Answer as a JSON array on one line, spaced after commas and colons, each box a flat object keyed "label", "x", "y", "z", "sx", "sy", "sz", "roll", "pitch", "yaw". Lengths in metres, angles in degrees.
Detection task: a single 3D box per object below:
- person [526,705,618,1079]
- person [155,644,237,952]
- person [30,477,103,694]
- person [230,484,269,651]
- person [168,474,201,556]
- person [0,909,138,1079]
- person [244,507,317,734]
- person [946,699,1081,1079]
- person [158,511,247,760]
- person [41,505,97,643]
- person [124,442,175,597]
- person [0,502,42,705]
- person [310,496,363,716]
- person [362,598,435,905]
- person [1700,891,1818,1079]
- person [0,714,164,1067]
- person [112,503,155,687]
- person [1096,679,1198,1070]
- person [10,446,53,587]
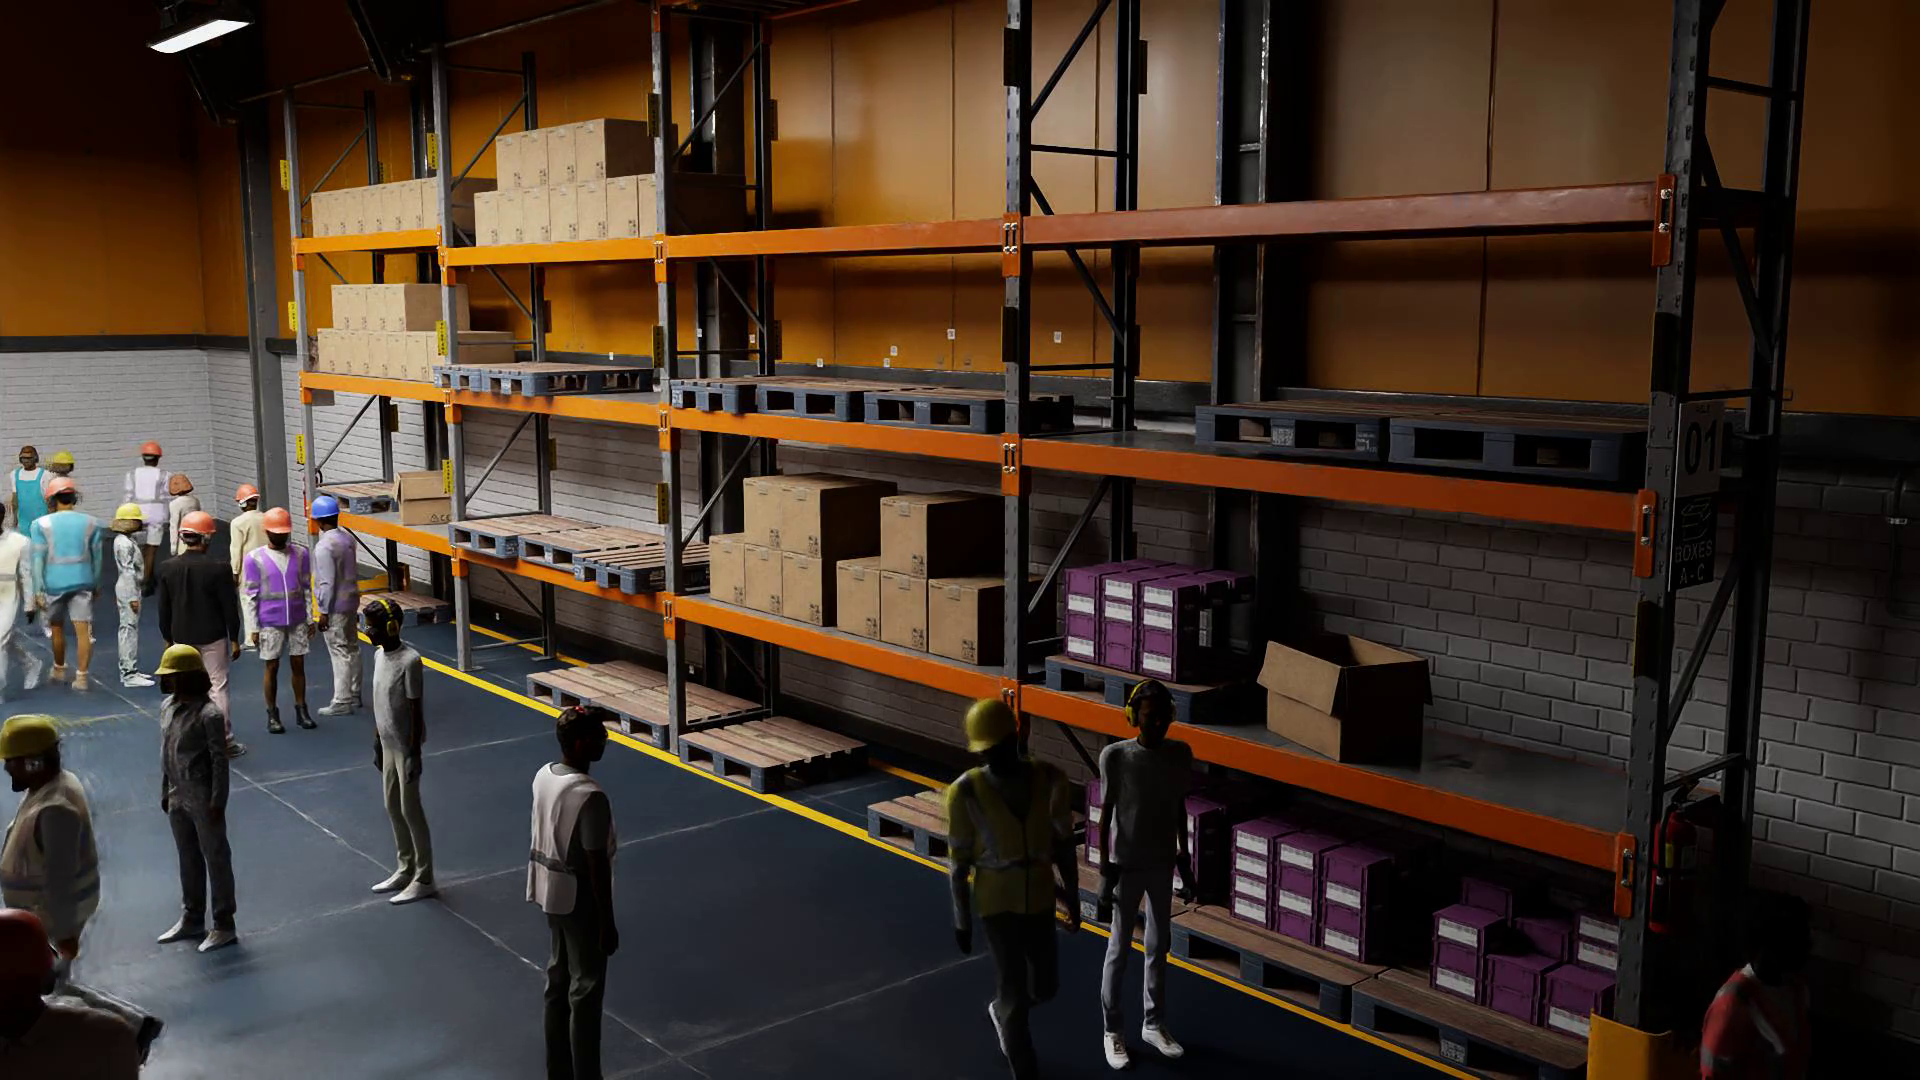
[{"label": "person", "x": -1.742, "y": 1.655, "z": 7.516, "sx": 0.381, "sy": 1.844, "sz": 0.566, "roll": -7, "pitch": 11, "yaw": -39}, {"label": "person", "x": -4.324, "y": 1.440, "z": 9.361, "sx": 0.483, "sy": 1.745, "sz": 0.306, "roll": 4, "pitch": 9, "yaw": 28}, {"label": "person", "x": -8.388, "y": 0.406, "z": 15.617, "sx": 0.618, "sy": 2.001, "sz": 0.887, "roll": -6, "pitch": 10, "yaw": -38}, {"label": "person", "x": -7.408, "y": 0.285, "z": 17.410, "sx": 0.360, "sy": 1.741, "sz": 0.571, "roll": 3, "pitch": 9, "yaw": 23}, {"label": "person", "x": -9.083, "y": 0.040, "z": 19.519, "sx": 0.287, "sy": 1.628, "sz": 0.503, "roll": 1, "pitch": 8, "yaw": 10}, {"label": "person", "x": -2.627, "y": 1.990, "z": 4.715, "sx": 0.618, "sy": 1.986, "sz": 0.408, "roll": -4, "pitch": 9, "yaw": -23}, {"label": "person", "x": -5.729, "y": 0.677, "z": 14.061, "sx": 0.548, "sy": 1.925, "sz": 0.392, "roll": -7, "pitch": 11, "yaw": -42}, {"label": "person", "x": 0.248, "y": 1.632, "z": 7.546, "sx": 0.617, "sy": 1.879, "sz": 0.663, "roll": -3, "pitch": 9, "yaw": -22}, {"label": "person", "x": -6.013, "y": 0.764, "z": 13.203, "sx": 0.623, "sy": 1.989, "sz": 0.400, "roll": 0, "pitch": 8, "yaw": 2}, {"label": "person", "x": -9.632, "y": 0.289, "z": 17.845, "sx": 0.835, "sy": 1.605, "sz": 0.505, "roll": 7, "pitch": 11, "yaw": 39}, {"label": "person", "x": -10.076, "y": -0.274, "z": 20.778, "sx": 0.561, "sy": 1.884, "sz": 0.979, "roll": -1, "pitch": 8, "yaw": -3}, {"label": "person", "x": -8.711, "y": 0.544, "z": 15.146, "sx": 0.613, "sy": 1.879, "sz": 0.926, "roll": 1, "pitch": 8, "yaw": 5}, {"label": "person", "x": -5.501, "y": 0.580, "z": 14.655, "sx": 0.402, "sy": 1.943, "sz": 0.605, "roll": 0, "pitch": 8, "yaw": 3}, {"label": "person", "x": -3.440, "y": 1.274, "z": 10.151, "sx": 0.525, "sy": 1.856, "sz": 0.344, "roll": 8, "pitch": 11, "yaw": 43}, {"label": "person", "x": 2.792, "y": 2.010, "z": 5.640, "sx": 0.785, "sy": 1.661, "sz": 0.545, "roll": 8, "pitch": 11, "yaw": 44}, {"label": "person", "x": -4.089, "y": 1.665, "z": 7.628, "sx": 0.573, "sy": 1.801, "sz": 0.598, "roll": -5, "pitch": 9, "yaw": -30}, {"label": "person", "x": -7.861, "y": 0.515, "z": 15.799, "sx": 0.312, "sy": 1.741, "sz": 0.492, "roll": -5, "pitch": 10, "yaw": -30}, {"label": "person", "x": 0.894, "y": 1.578, "z": 7.963, "sx": 0.518, "sy": 1.874, "sz": 0.326, "roll": -3, "pitch": 9, "yaw": -20}, {"label": "person", "x": -11.711, "y": -0.281, "z": 21.030, "sx": 0.503, "sy": 1.838, "sz": 0.347, "roll": -1, "pitch": 8, "yaw": -4}]
